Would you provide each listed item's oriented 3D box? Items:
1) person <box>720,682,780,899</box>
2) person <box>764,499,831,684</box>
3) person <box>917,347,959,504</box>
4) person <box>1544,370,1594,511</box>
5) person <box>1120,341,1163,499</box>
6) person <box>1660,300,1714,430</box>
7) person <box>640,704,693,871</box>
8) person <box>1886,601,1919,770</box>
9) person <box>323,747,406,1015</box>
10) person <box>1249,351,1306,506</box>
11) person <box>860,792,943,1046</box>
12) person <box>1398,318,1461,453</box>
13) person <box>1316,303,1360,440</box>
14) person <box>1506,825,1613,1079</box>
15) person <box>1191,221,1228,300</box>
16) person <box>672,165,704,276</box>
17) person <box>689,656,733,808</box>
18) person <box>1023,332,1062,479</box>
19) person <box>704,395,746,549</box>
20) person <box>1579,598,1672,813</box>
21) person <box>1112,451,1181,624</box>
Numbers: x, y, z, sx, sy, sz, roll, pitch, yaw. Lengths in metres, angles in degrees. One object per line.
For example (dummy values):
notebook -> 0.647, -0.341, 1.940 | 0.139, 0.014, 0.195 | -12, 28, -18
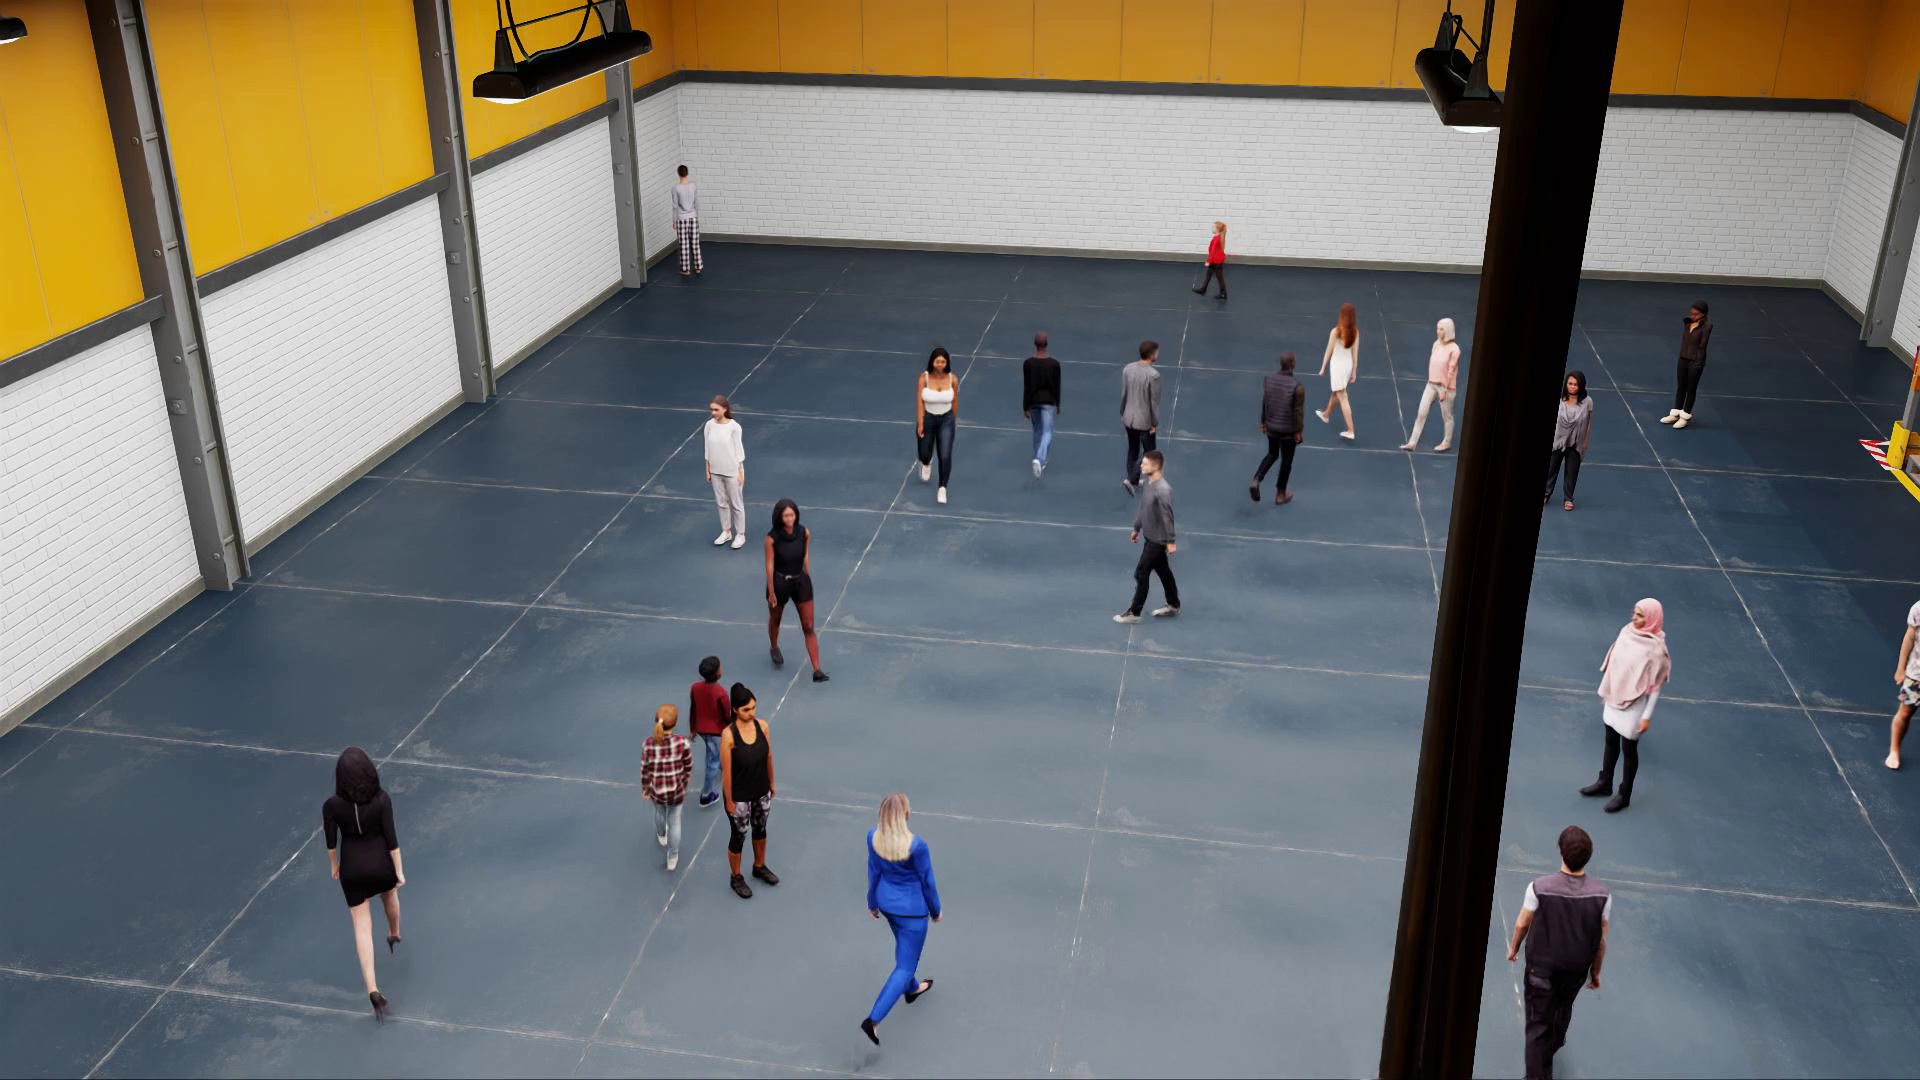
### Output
person -> -1.538, 1.784, 11.973 | 0.625, 1.662, 0.716 | -21, 31, -40
person -> -1.589, 0.432, 15.036 | 1.112, 1.685, 1.248 | -13, 27, -26
person -> -0.282, -1.343, 18.967 | 0.767, 1.789, 1.051 | -2, 24, -4
person -> 6.842, -1.148, 18.744 | 0.692, 1.610, 0.719 | 10, 26, 22
person -> 2.013, -1.337, 18.877 | 0.969, 1.851, 1.080 | 17, 29, 34
person -> 9.359, -2.273, 21.263 | 0.758, 1.654, 0.695 | -20, 31, -39
person -> -2.157, 1.852, 12.292 | 0.655, 1.283, 0.828 | -2, 24, -6
person -> 7.908, 1.032, 13.511 | 0.714, 1.809, 0.630 | 8, 25, 17
person -> -3.858, 2.242, 10.809 | 0.936, 1.755, 1.219 | -6, 24, -13
person -> 3.557, -1.221, 18.649 | 0.991, 1.821, 1.093 | 22, 32, 40
person -> -0.415, 2.403, 10.539 | 0.926, 1.677, 1.169 | 16, 28, 32
person -> 5.947, -1.871, 20.291 | 1.044, 1.696, 1.003 | -15, 28, -30
person -> 4.806, -2.066, 20.787 | 0.995, 1.656, 1.237 | -9, 25, -20
person -> 3.576, 2.591, 9.920 | 0.673, 1.827, 0.933 | 3, 24, 6
person -> 4.200, -4.495, 26.840 | 0.574, 1.258, 0.754 | 6, 24, 12
person -> -4.640, -5.445, 28.282 | 0.699, 1.845, 0.748 | -14, 27, -29
person -> -1.985, 1.528, 13.104 | 0.684, 1.225, 0.918 | 12, 26, 25
person -> 0.956, -1.563, 19.546 | 0.638, 1.729, 1.048 | 5, 24, 11
person -> -2.489, -0.750, 17.739 | 0.636, 1.687, 0.596 | 7, 25, 17
person -> 5.220, 1.271, 12.970 | 0.786, 1.803, 0.685 | -8, 25, -18
person -> 1.973, -0.028, 16.028 | 0.928, 1.734, 1.004 | -5, 24, -11
